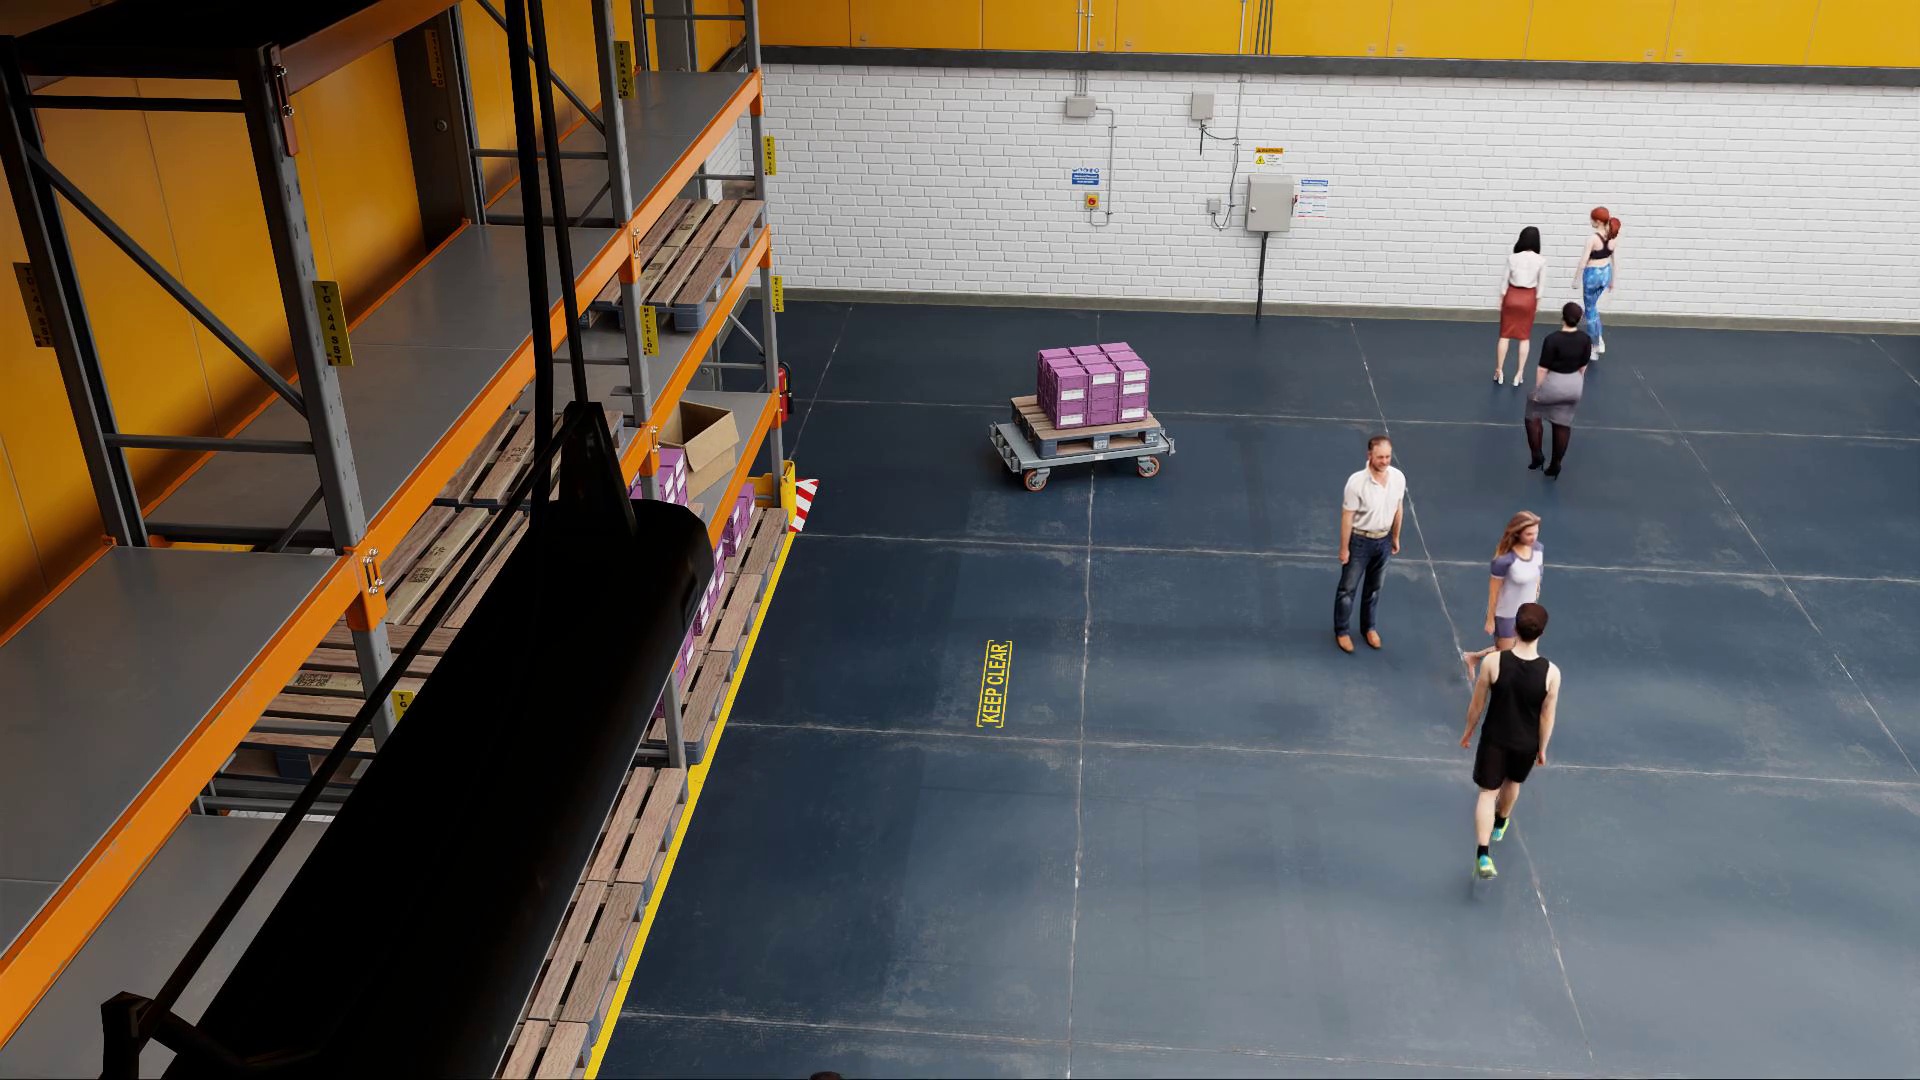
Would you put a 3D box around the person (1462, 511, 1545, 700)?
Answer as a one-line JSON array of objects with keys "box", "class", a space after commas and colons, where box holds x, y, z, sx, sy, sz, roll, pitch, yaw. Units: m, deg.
[{"box": [4.017, 0.513, 12.304, 0.891, 1.709, 0.992, -14, 31, -23], "class": "person"}]

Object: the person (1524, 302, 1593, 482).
[{"box": [5.682, -1.359, 15.702, 0.742, 1.744, 0.720, -4, 29, -7], "class": "person"}]

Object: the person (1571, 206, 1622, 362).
[{"box": [7.004, -2.756, 18.252, 0.730, 1.753, 0.749, -6, 29, -11], "class": "person"}]

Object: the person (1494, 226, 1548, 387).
[{"box": [5.974, -2.500, 17.785, 0.638, 1.751, 0.585, 9, 30, 16], "class": "person"}]

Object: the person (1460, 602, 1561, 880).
[{"box": [3.515, 1.327, 10.658, 0.873, 1.858, 1.225, 10, 30, 17], "class": "person"}]

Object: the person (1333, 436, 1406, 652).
[{"box": [3.211, -0.006, 13.107, 0.718, 1.853, 0.668, -5, 29, -10], "class": "person"}]
